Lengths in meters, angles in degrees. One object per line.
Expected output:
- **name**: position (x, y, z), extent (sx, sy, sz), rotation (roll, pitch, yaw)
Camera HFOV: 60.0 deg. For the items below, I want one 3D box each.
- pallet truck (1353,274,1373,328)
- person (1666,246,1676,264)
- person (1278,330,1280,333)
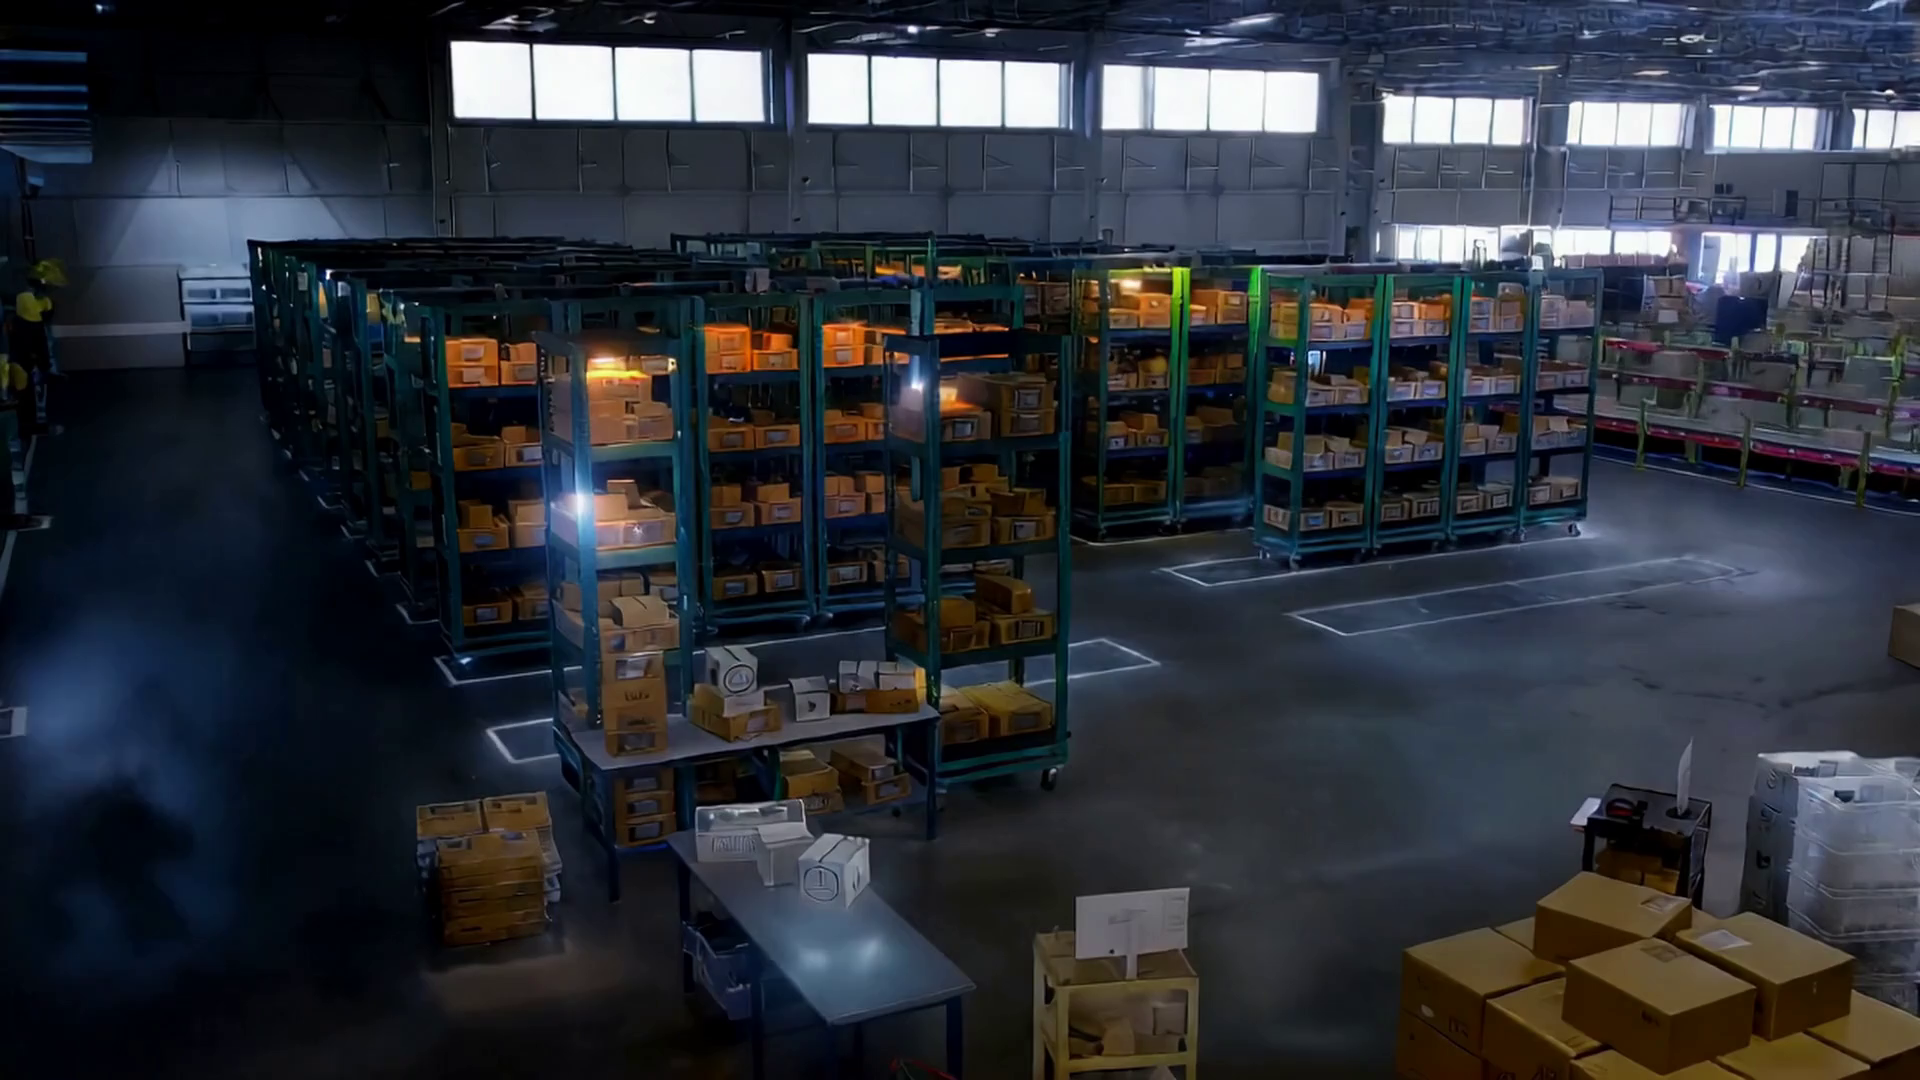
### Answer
- **pallet truck**: position (13.011, -8.050, 55.243), extent (0.823, 1.965, 1.885), rotation (-7, 14, -28)
- **person**: position (32.947, -12.680, 77.167), extent (0.584, 1.882, 0.346), rotation (-7, 14, -29)
- **person**: position (6.773, -3.562, 34.687), extent (0.598, 1.814, 0.673), rotation (-6, 14, -28)
